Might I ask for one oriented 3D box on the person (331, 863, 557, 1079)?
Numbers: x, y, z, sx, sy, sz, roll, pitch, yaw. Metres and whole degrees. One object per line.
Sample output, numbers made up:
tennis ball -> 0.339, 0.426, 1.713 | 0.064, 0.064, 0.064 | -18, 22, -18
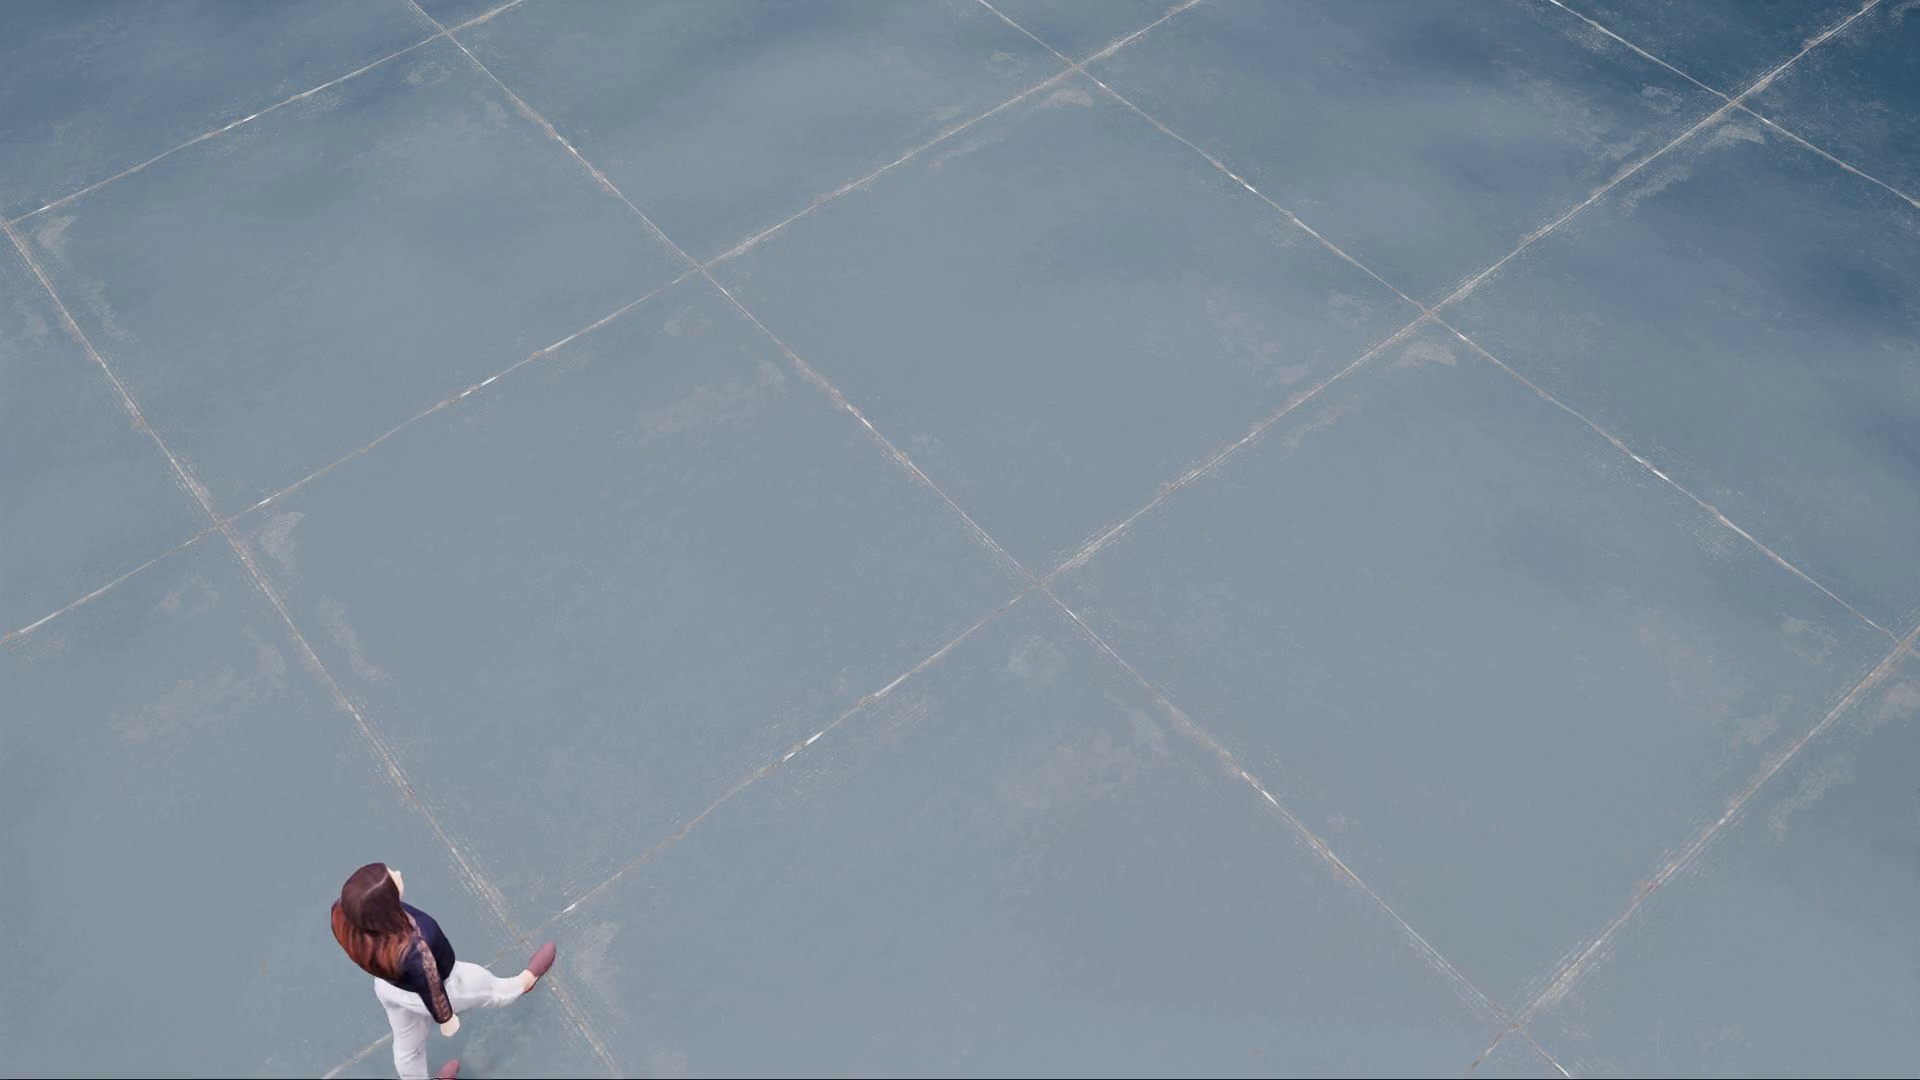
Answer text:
person -> -2.059, 1.708, 6.233 | 0.863, 1.559, 1.127 | 23, 56, 17
